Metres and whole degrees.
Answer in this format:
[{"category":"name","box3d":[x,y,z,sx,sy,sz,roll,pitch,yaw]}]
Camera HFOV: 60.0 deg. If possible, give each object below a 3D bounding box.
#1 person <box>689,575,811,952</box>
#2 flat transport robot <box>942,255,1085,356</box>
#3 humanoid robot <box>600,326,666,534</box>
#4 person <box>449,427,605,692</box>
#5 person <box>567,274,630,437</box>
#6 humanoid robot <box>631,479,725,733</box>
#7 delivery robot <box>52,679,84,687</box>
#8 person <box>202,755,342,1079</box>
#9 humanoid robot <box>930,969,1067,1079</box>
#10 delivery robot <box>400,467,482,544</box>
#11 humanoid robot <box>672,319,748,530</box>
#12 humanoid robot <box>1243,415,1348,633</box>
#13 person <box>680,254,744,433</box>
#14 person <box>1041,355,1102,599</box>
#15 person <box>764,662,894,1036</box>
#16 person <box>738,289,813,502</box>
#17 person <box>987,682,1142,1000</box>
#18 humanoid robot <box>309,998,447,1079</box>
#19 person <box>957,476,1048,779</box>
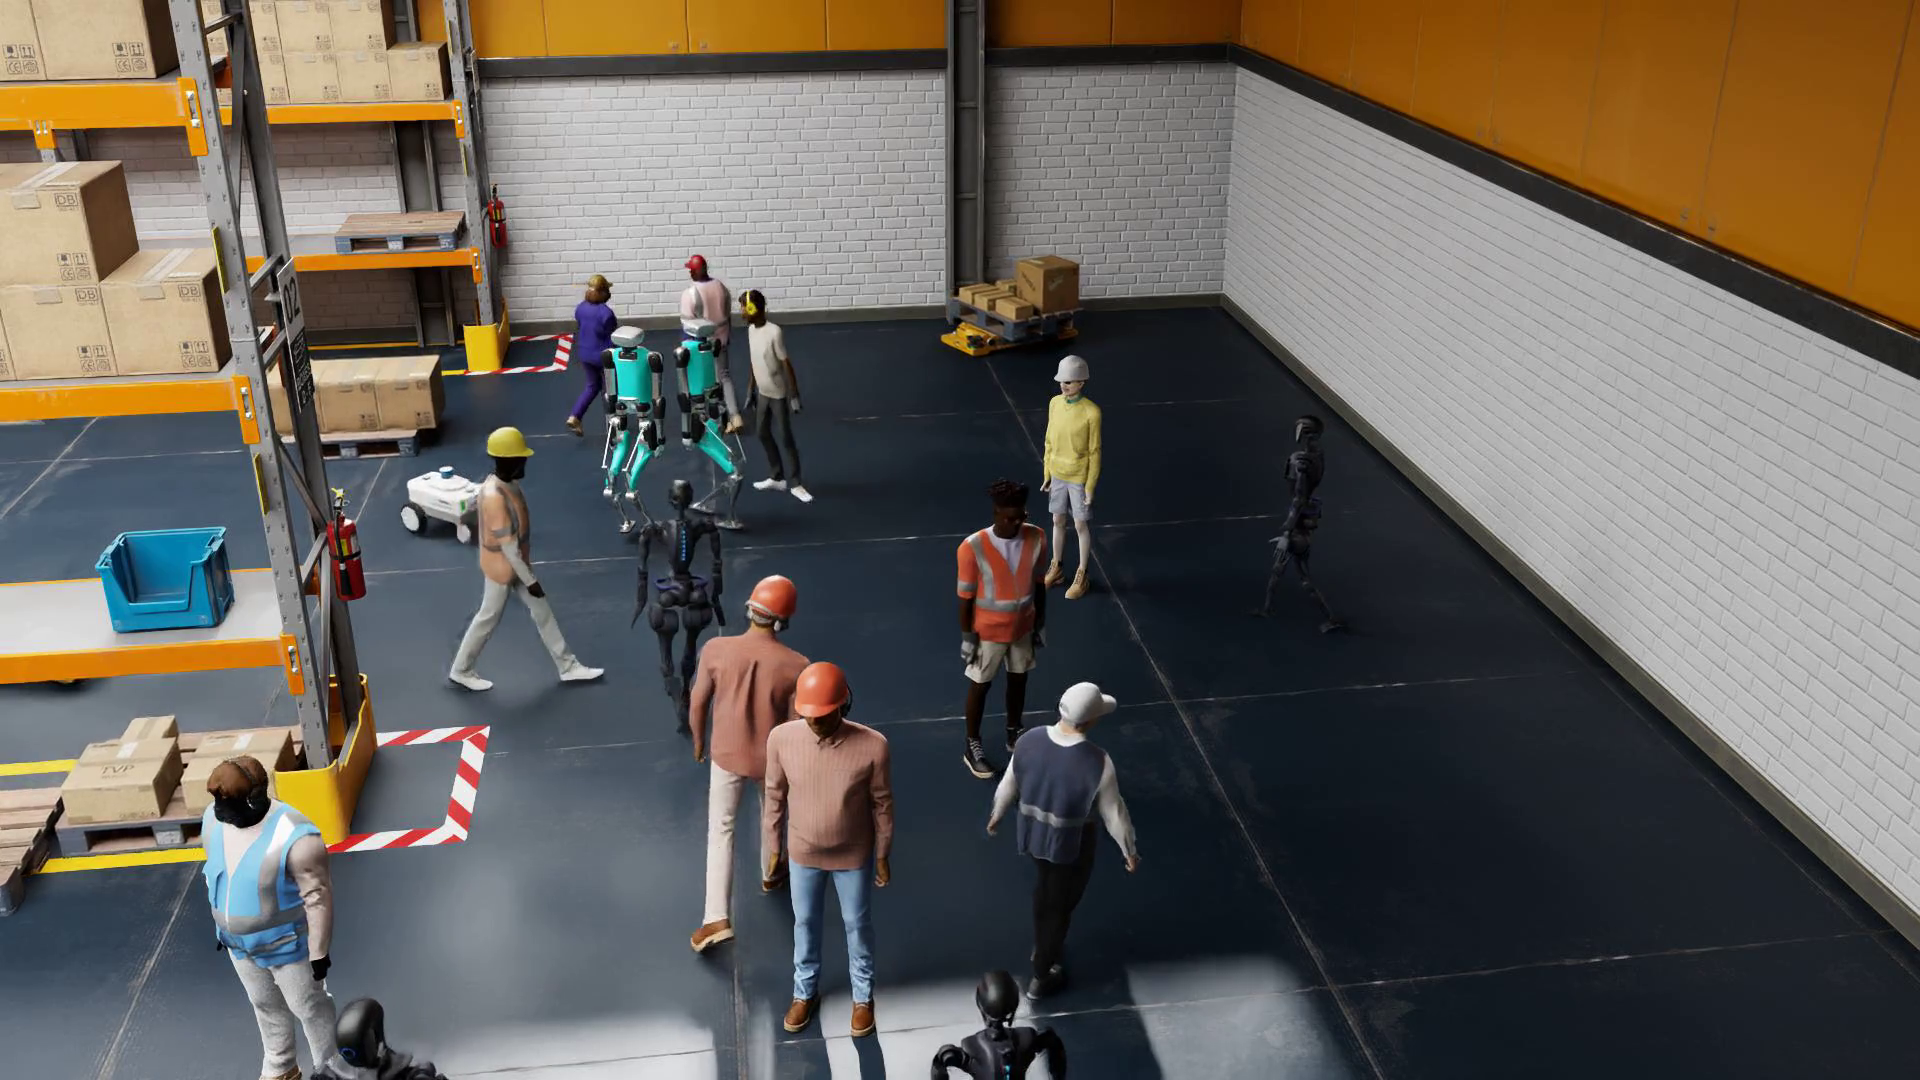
[{"category":"person","box3d":[-1.100,1.173,8.681,0.671,1.936,0.913,1,24,3]},{"category":"flat transport robot","box3d":[0.569,-2.344,18.737,1.431,0.231,0.659,-15,28,-30]},{"category":"humanoid robot","box3d":[-2.673,-0.815,13.261,0.533,1.677,0.735,7,25,15]},{"category":"person","box3d":[-3.011,0.150,11.074,1.040,1.867,0.593,0,24,1]},{"category":"person","box3d":[-3.410,-1.685,15.571,0.475,1.605,0.572,14,28,30]},{"category":"humanoid robot","box3d":[-1.824,0.431,10.737,0.620,1.654,0.665,-4,24,-9]},{"category":"delivery robot","box3d":[-6.308,0.690,11.493,0.802,0.614,0.499,0,24,0]},{"category":"person","box3d":[-3.068,1.774,7.399,0.632,1.841,0.429,9,25,20]},{"category":"humanoid robot","box3d":[0.132,2.342,6.324,0.603,1.642,0.516,-6,24,-13]},{"category":"delivery robot","box3d":[-4.229,-0.308,13.764,0.816,0.612,0.499,15,28,30]},{"category":"humanoid robot","box3d":[-1.959,-0.913,13.671,0.894,1.770,0.576,13,27,27]},{"category":"humanoid robot","box3d":[2.465,-0.105,11.966,0.779,1.648,0.597,8,25,17]},{"category":"person","box3d":[-2.384,-1.865,15.858,0.613,1.727,0.872,-18,29,-35]},{"category":"person","box3d":[0.837,-0.482,12.481,0.474,1.892,0.384,17,29,34]},{"category":"person","box3d":[-0.622,1.468,7.908,0.621,1.993,0.381,3,24,6]},{"category":"person","box3d":[-1.568,-1.218,14.241,0.353,1.833,0.699,-20,31,-38]},{"category":"person","box3d":[0.524,1.457,8.253,0.779,1.730,0.618,15,28,31]},{"category":"humanoid robot","box3d":[-2.095,2.361,6.294,0.605,1.639,0.624,-1,24,-3]},{"category":"person","box3d":[0.266,0.521,10.115,0.604,1.957,0.377,-12,26,-26]}]
